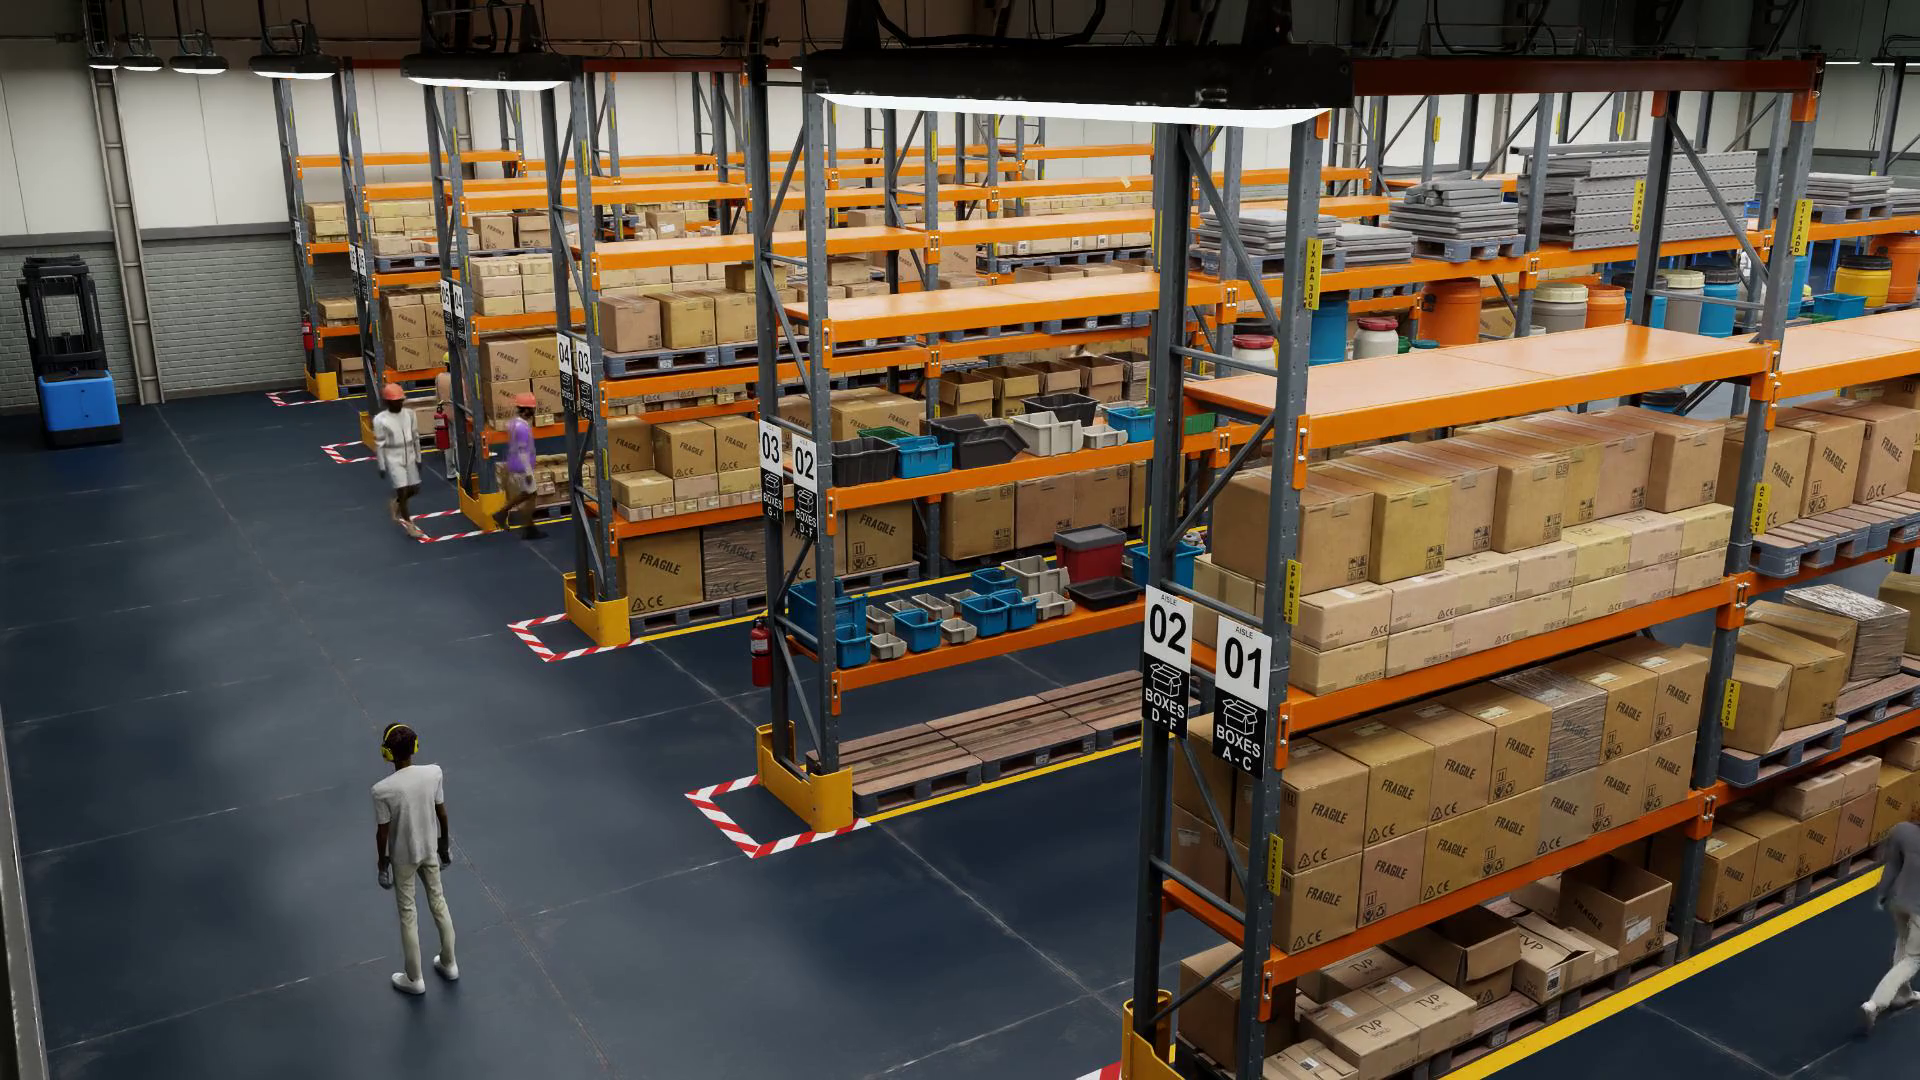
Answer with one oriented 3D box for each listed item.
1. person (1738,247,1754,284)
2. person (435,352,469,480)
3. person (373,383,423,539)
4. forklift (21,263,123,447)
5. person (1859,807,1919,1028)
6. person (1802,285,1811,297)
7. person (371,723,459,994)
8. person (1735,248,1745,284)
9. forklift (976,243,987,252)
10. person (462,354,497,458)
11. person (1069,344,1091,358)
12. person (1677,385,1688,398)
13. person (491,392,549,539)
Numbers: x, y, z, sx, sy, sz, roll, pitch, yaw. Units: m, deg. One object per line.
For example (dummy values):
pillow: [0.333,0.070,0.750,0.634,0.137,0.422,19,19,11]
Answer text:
person: [18.903,-6.294,37.767,0.542,1.940,0.355,3,17,9]
person: [-7.389,-1.822,23.122,0.593,1.925,0.384,11,20,33]
person: [-7.293,-1.055,20.450,0.738,2.019,0.616,13,21,37]
forklift: [-14.518,-3.079,25.708,1.129,2.768,1.873,-10,20,-31]
person: [6.041,2.343,10.017,0.737,1.601,0.511,-7,18,-22]
person: [16.238,-4.024,30.564,0.588,1.791,0.848,6,18,18]
person: [-3.606,2.086,10.427,0.317,1.860,0.508,15,23,41]
person: [19.887,-6.901,39.929,0.390,1.842,0.552,-16,23,-42]
forklift: [0.988,-5.474,34.718,1.214,2.155,2.313,-10,20,-31]
person: [-7.422,-2.212,24.461,0.441,1.890,0.675,-10,20,-30]
person: [1.886,-2.279,24.687,1.014,1.897,0.630,-12,20,-34]
person: [11.937,-2.754,26.315,0.530,1.856,0.527,0,17,0]
person: [-5.676,-0.950,20.298,0.649,1.918,0.544,-6,18,-18]
